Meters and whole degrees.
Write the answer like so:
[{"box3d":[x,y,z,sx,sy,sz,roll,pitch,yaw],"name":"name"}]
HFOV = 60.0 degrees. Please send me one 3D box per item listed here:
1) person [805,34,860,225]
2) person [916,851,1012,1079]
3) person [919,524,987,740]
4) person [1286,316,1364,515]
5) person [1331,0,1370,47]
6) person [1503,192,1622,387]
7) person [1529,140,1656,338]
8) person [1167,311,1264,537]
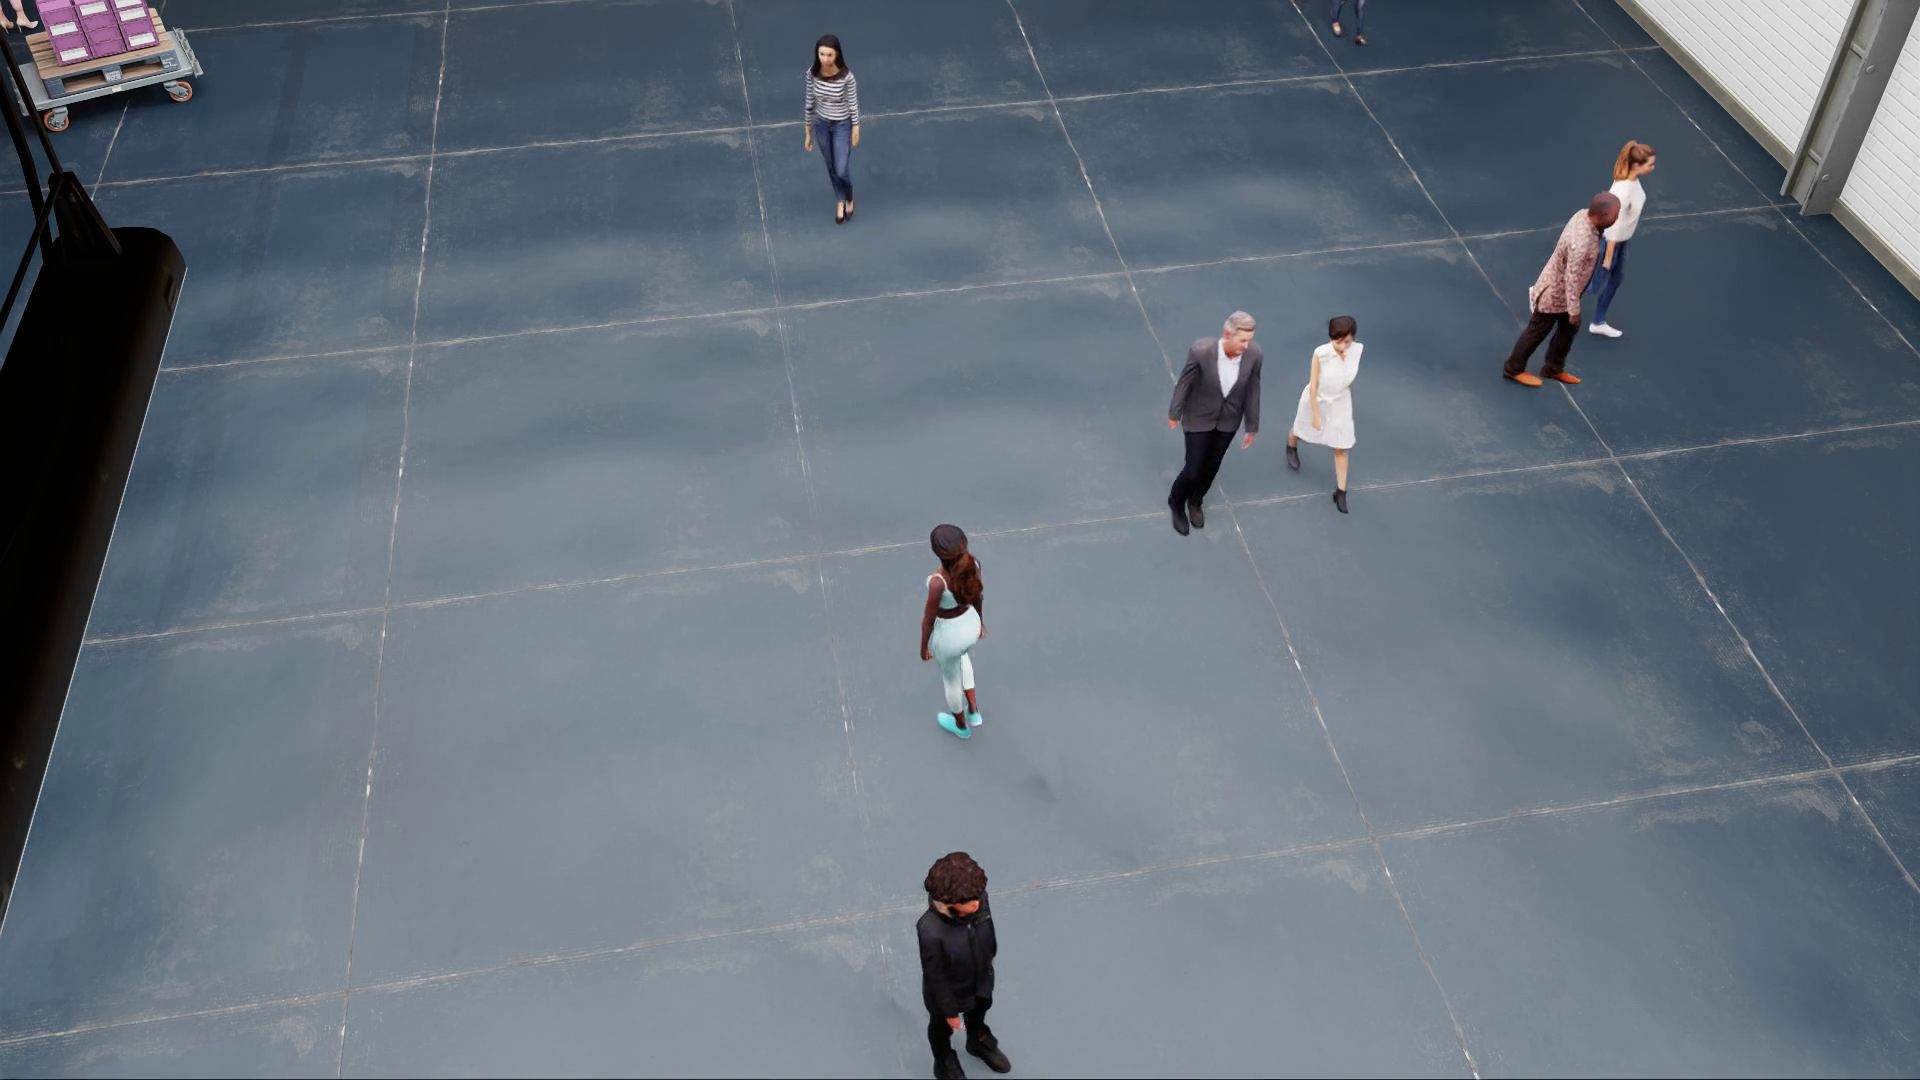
[{"box3d":[-1.054,-3.521,14.223,0.701,1.778,0.746,11,45,12],"name":"person"},{"box3d":[-0.041,2.151,8.270,0.814,1.776,0.765,33,53,30],"name":"person"},{"box3d":[0.033,0.611,9.933,0.713,1.713,0.753,-31,52,-28],"name":"person"},{"box3d":[2.537,-0.991,11.768,0.576,1.500,1.011,-11,45,-11],"name":"person"},{"box3d":[3.968,-5.715,16.884,0.529,1.283,0.851,-10,44,-10],"name":"person"},{"box3d":[4.418,-1.893,12.517,0.996,1.774,0.941,18,46,18],"name":"person"},{"box3d":[5.010,-2.350,13.049,1.052,1.702,1.027,23,48,22],"name":"person"},{"box3d":[1.722,-0.883,11.429,0.737,1.811,0.657,-5,44,-5],"name":"person"}]
